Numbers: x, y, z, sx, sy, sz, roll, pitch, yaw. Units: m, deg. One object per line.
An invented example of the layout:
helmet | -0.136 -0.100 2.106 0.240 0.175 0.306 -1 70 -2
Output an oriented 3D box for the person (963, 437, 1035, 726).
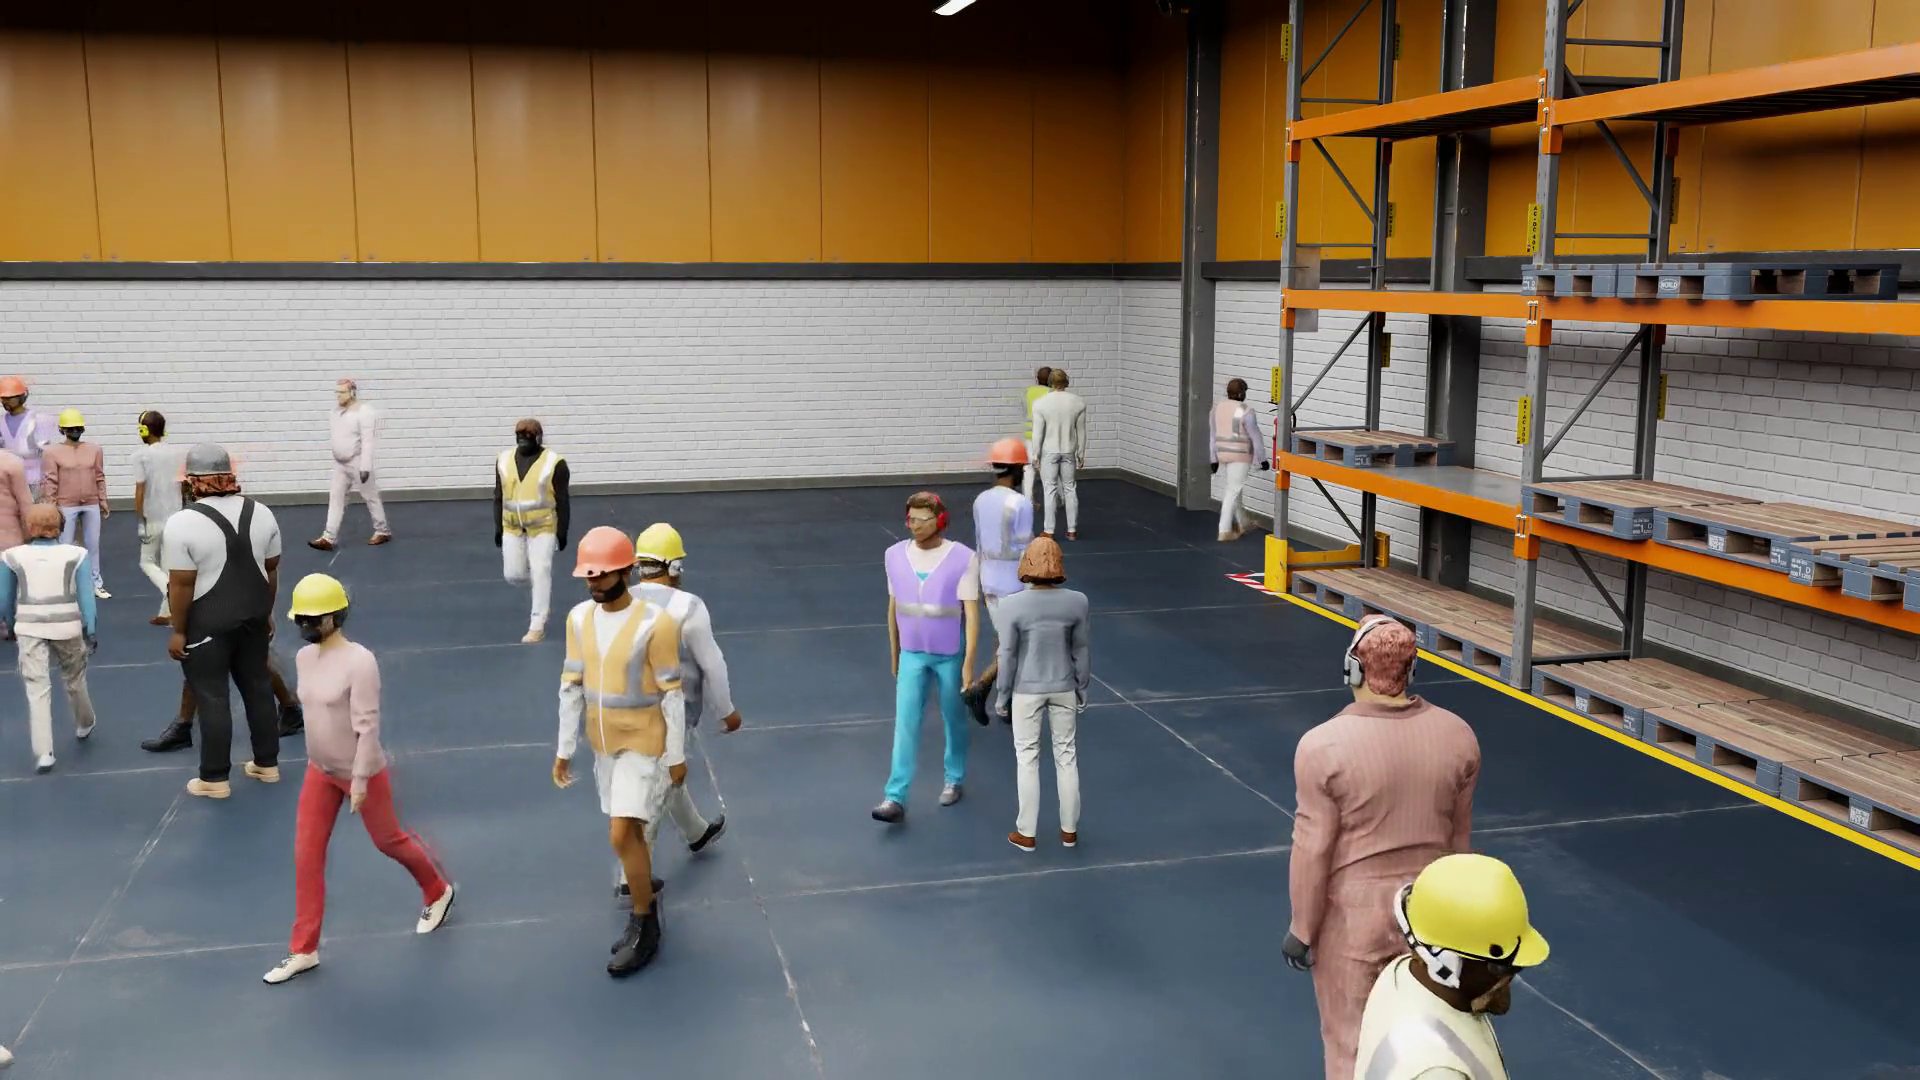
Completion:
person | 0.271 0.292 10.861 0.647 1.923 0.567 -6 11 -34

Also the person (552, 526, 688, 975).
person | -1.496 0.893 7.137 0.541 1.912 0.646 6 11 31

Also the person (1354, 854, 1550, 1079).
person | 0.955 1.518 3.603 0.651 1.803 0.600 2 9 13

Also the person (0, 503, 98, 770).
person | -5.589 0.562 10.230 0.532 1.586 0.905 -4 10 -24

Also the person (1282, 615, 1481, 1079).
person | 1.322 1.184 5.346 0.643 1.910 0.400 -3 10 -17

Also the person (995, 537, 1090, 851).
person | 0.429 0.795 8.623 0.507 1.631 0.266 -2 9 -15

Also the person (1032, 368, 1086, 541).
person | 1.099 -0.948 18.560 0.635 1.935 0.350 -2 9 -15

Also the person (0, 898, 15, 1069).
person | -3.933 1.153 6.246 0.672 1.675 0.539 5 11 31

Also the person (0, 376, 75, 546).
person | -9.225 -0.648 16.534 0.605 2.002 0.990 1 9 6

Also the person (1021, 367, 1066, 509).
person | 1.113 -1.297 21.175 0.627 1.799 0.932 6 11 34

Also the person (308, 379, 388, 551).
person | -6.604 -0.816 17.996 0.672 1.848 1.013 4 10 25

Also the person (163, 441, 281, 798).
person | -4.275 0.441 9.567 0.535 2.000 0.687 6 11 31

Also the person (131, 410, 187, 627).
person | -6.682 -0.163 13.965 0.528 1.840 0.536 5 11 31

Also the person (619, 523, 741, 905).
person | -1.406 0.805 8.105 0.597 1.775 0.959 5 11 30

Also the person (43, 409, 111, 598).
person | -8.021 -0.313 15.132 0.310 1.768 0.533 8 12 40

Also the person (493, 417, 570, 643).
person | -3.486 -0.099 13.597 0.641 1.830 0.607 2 9 11

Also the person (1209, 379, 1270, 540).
person | 3.187 -0.910 18.753 0.821 1.805 0.631 -6 11 -33

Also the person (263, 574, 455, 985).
person | -2.633 0.972 7.249 0.530 1.721 0.912 5 10 27

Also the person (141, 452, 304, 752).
person | -4.644 0.373 10.483 0.982 1.895 0.564 -8 12 -40

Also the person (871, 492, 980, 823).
person | -0.178 0.640 9.065 0.594 1.795 0.953 3 10 20

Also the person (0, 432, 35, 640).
person | -7.716 -0.058 13.227 0.642 1.877 0.896 1 9 6
